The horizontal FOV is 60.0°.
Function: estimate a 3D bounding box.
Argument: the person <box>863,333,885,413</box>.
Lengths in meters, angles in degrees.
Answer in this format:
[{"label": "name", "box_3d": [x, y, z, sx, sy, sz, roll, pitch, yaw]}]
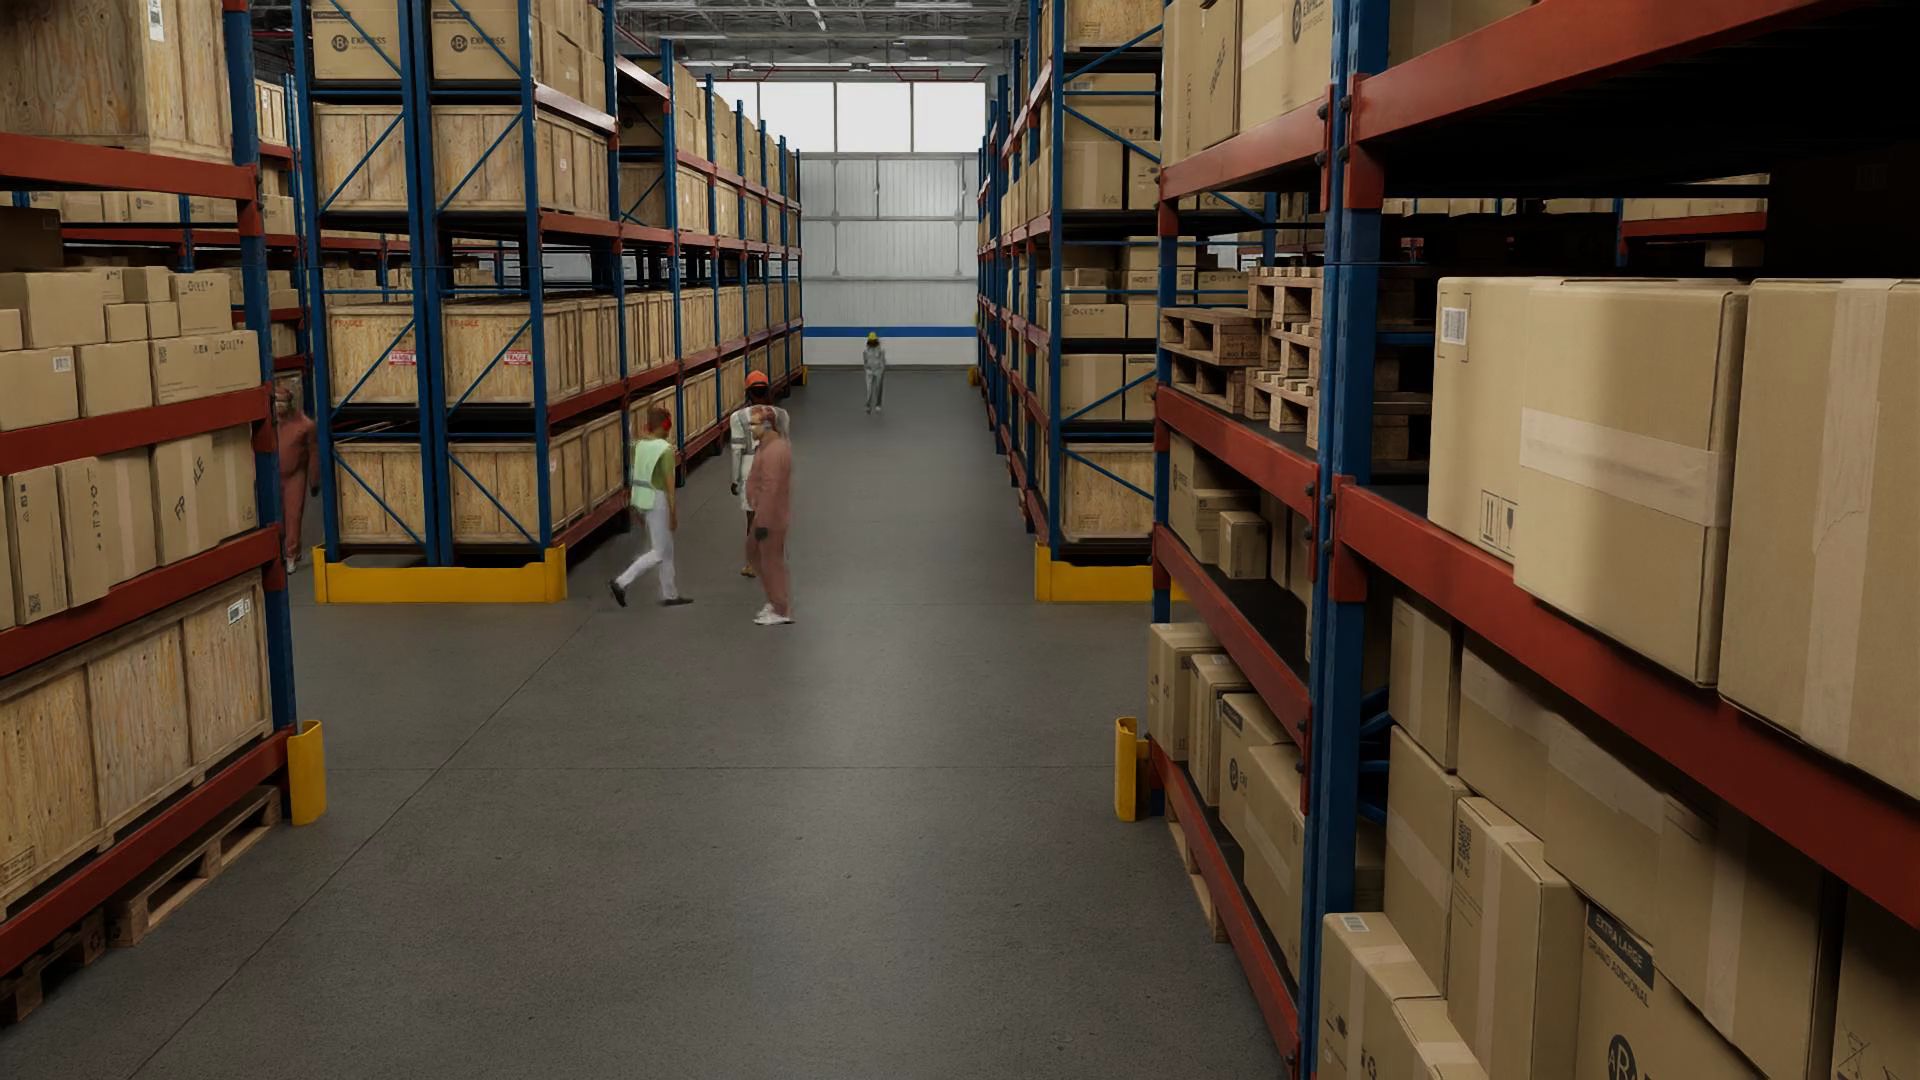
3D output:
[{"label": "person", "box_3d": [-1.816, -3.540, 35.232, 0.490, 1.688, 0.951, 1, 9, 5]}]

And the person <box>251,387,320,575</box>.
[{"label": "person", "box_3d": [-6.813, -0.619, 16.812, 0.634, 1.862, 1.014, -1, 9, -4]}]

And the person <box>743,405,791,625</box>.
[{"label": "person", "box_3d": [-1.649, -0.206, 14.147, 0.455, 1.885, 0.661, -1, 9, -4]}]

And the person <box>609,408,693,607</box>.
[{"label": "person", "box_3d": [-2.779, -0.267, 14.818, 0.740, 1.804, 0.590, -7, 11, -35]}]

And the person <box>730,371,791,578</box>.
[{"label": "person", "box_3d": [-1.969, -0.642, 16.382, 0.605, 2.035, 0.384, -4, 10, -22]}]
